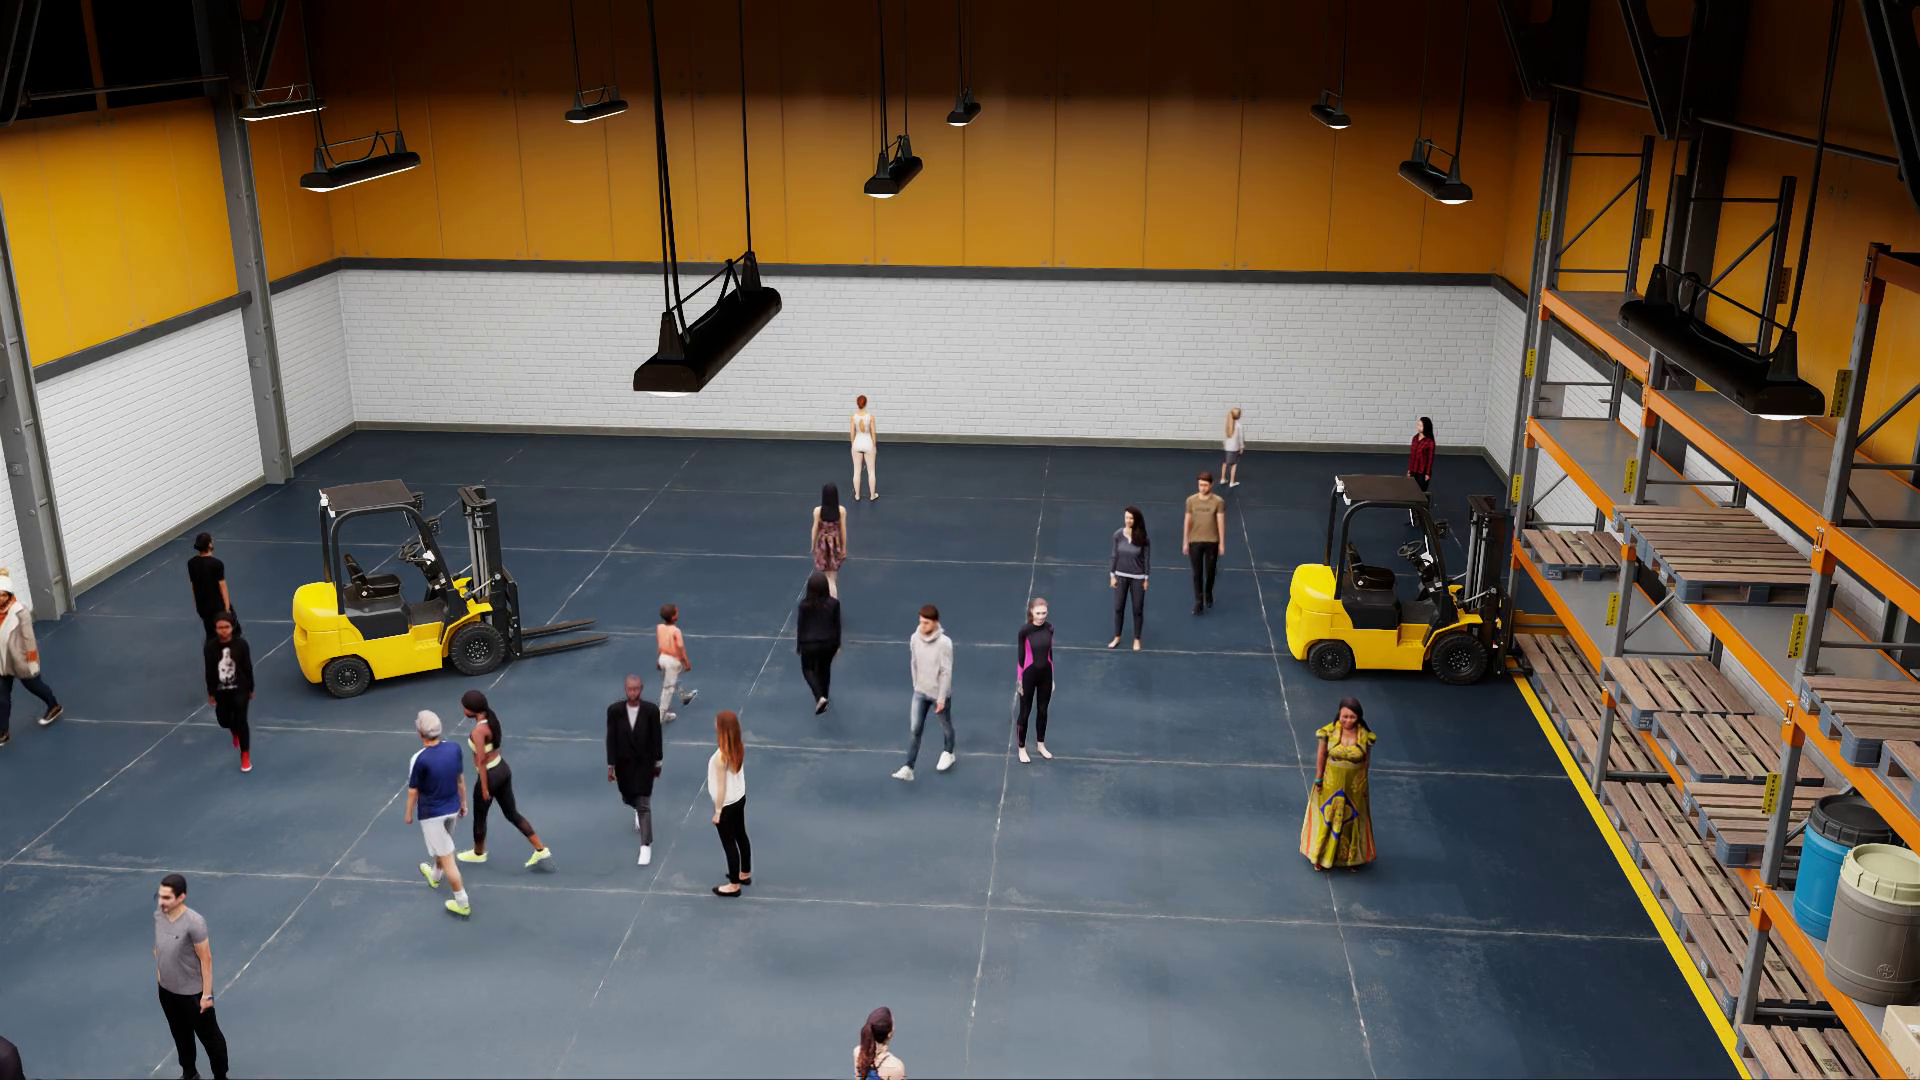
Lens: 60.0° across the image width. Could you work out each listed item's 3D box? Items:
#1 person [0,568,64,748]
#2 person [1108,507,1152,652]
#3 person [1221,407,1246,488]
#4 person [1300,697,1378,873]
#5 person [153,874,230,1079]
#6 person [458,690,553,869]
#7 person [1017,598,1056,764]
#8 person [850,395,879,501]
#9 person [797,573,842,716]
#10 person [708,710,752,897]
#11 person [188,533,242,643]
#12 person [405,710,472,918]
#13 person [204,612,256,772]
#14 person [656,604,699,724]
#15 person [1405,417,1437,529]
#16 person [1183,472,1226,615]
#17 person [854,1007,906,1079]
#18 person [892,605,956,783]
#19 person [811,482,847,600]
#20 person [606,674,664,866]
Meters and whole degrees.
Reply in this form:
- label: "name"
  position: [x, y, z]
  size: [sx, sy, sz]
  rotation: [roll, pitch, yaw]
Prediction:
- label: "person"
  position: [-9.869, 1.177, 17.477]
  size: [0.726, 1.844, 1.142]
  rotation: [3, 19, 8]
- label: "person"
  position: [2.023, 0.443, 19.776]
  size: [0.653, 1.768, 0.573]
  rotation: [5, 19, 15]
- label: "person"
  position: [4.288, -1.476, 26.248]
  size: [0.629, 1.274, 0.672]
  rotation: [16, 24, 39]
- label: "person"
  position: [3.409, 2.164, 14.833]
  size: [0.842, 1.661, 0.751]
  rotation: [1, 19, 3]
- label: "person"
  position: [-5.469, 3.148, 11.764]
  size: [0.666, 1.755, 0.629]
  rotation: [6, 20, 19]
- label: "person"
  position: [-4.049, 2.156, 14.782]
  size: [0.768, 1.709, 1.112]
  rotation: [4, 19, 12]
- label: "person"
  position: [0.774, 1.402, 16.958]
  size: [0.655, 1.749, 0.684]
  rotation: [-8, 20, -22]
- label: "person"
  position: [-1.483, -1.419, 25.500]
  size: [0.551, 1.643, 0.484]
  rotation: [2, 19, 7]
- label: "person"
  position: [-1.506, 1.158, 17.913]
  size: [0.846, 1.603, 0.963]
  rotation: [-7, 20, -19]
- label: "person"
  position: [-1.987, 2.269, 14.425]
  size: [0.682, 1.722, 0.519]
  rotation: [6, 20, 18]
- label: "person"
  position: [-8.473, 0.796, 18.764]
  size: [0.698, 1.745, 0.701]
  rotation: [5, 19, 15]
- label: "person"
  position: [-4.371, 2.339, 14.103]
  size: [1.030, 1.797, 1.113]
  rotation: [12, 22, 32]
- label: "person"
  position: [-7.378, 1.494, 16.833]
  size: [0.790, 1.656, 0.962]
  rotation: [-6, 19, -17]
- label: "person"
  position: [-3.156, 1.341, 17.873]
  size: [0.801, 1.280, 0.943]
  rotation: [14, 23, 36]
- label: "person"
  position: [6.730, -1.002, 24.249]
  size: [0.718, 1.652, 0.623]
  rotation: [-10, 21, -28]
- label: "person"
  position: [3.095, 0.013, 20.938]
  size: [0.771, 1.841, 0.787]
  rotation: [7, 20, 19]
- label: "person"
  position: [-0.541, 3.696, 10.396]
  size: [0.815, 1.590, 0.943]
  rotation: [13, 22, 33]
- label: "person"
  position: [-0.201, 1.497, 16.586]
  size: [0.978, 1.806, 1.268]
  rotation: [10, 21, 26]
- label: "person"
  position: [-1.604, 0.190, 20.597]
  size: [0.960, 1.723, 1.241]
  rotation: [-7, 20, -19]
- label: "person"
  position: [-2.951, 2.016, 15.162]
  size: [0.699, 1.733, 1.121]
  rotation: [0, 19, -1]
